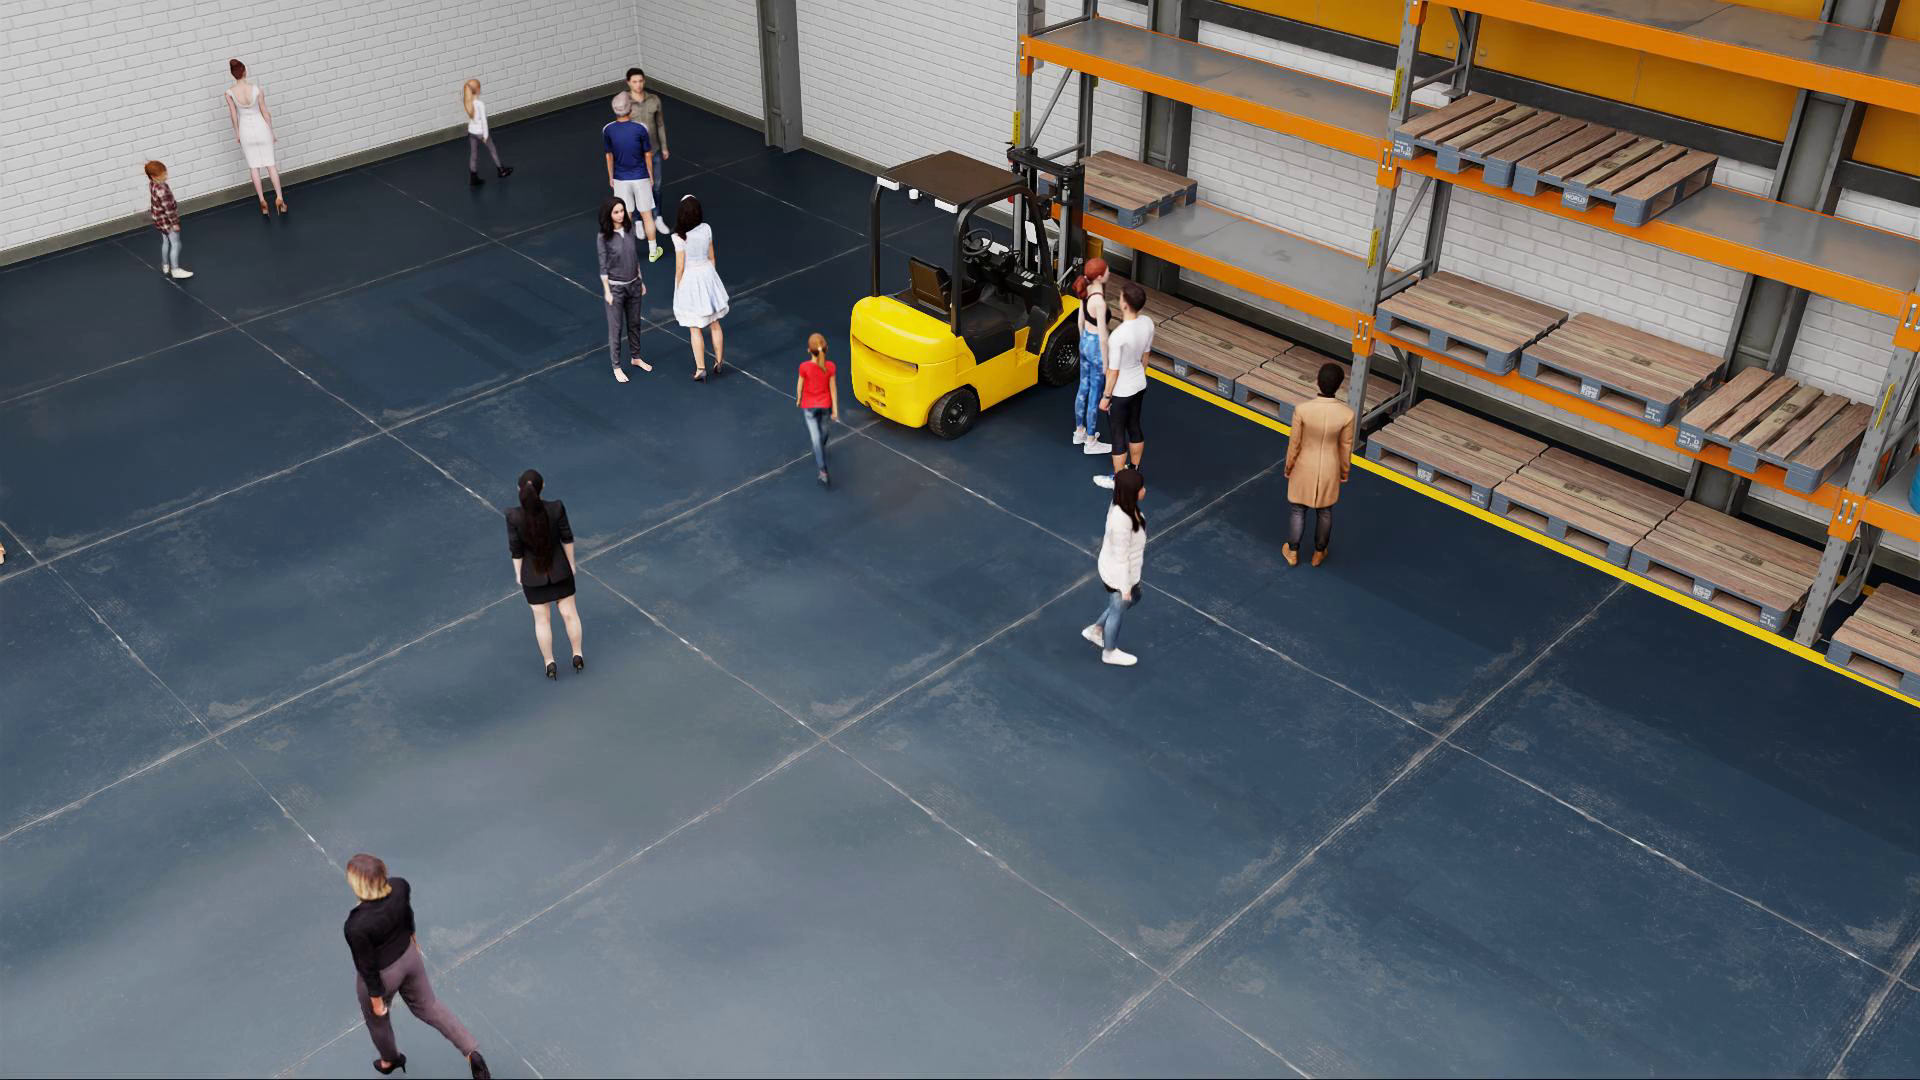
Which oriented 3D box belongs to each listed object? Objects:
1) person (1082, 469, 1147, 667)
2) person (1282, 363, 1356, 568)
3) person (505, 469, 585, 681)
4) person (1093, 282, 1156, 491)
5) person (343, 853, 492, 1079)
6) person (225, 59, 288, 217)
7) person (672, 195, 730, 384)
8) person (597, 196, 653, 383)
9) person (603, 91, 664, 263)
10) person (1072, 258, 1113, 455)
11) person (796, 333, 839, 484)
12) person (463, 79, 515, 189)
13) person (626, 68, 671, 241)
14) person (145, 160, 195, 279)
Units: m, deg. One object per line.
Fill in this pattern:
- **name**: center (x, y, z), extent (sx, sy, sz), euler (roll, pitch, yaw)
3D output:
- **person**: center (1.057, 0.193, 11.716), extent (0.836, 1.630, 0.781), euler (2, 34, 3)
- **person**: center (2.739, -0.568, 12.773), extent (0.752, 1.727, 0.829), euler (4, 34, 6)
- **person**: center (-2.876, 0.236, 11.590), extent (0.671, 1.697, 0.668), euler (-12, 35, -17)
- **person**: center (1.378, -1.263, 13.706), extent (0.540, 1.851, 0.657), euler (29, 43, 36)
- **person**: center (-2.845, 2.275, 8.570), extent (1.086, 1.643, 0.857), euler (12, 36, 18)
- **person**: center (-7.913, -4.518, 18.656), extent (0.642, 1.792, 0.658), euler (-8, 34, -11)
- **person**: center (-2.402, -2.302, 15.299), extent (0.734, 1.819, 0.757), euler (-22, 40, -30)
- **person**: center (-3.140, -2.357, 15.429), extent (0.508, 1.765, 0.597), euler (28, 43, 35)
- **person**: center (-3.472, -3.824, 17.571), extent (0.717, 1.838, 0.765), euler (-2, 34, -3)
- **person**: center (1.145, -1.582, 14.247), extent (0.719, 1.784, 0.628), euler (-13, 36, -19)
- **person**: center (-1.188, -1.085, 13.951), extent (0.741, 1.283, 0.964), euler (-9, 35, -14)
- **person**: center (-5.686, -4.743, 19.480), extent (0.812, 1.255, 0.689), euler (17, 37, 24)
- **person**: center (-3.458, -4.243, 18.178), extent (0.762, 1.864, 0.673), euler (-18, 37, -25)
- **person**: center (-8.334, -3.357, 17.370), extent (0.500, 1.282, 0.765), euler (27, 42, 34)
